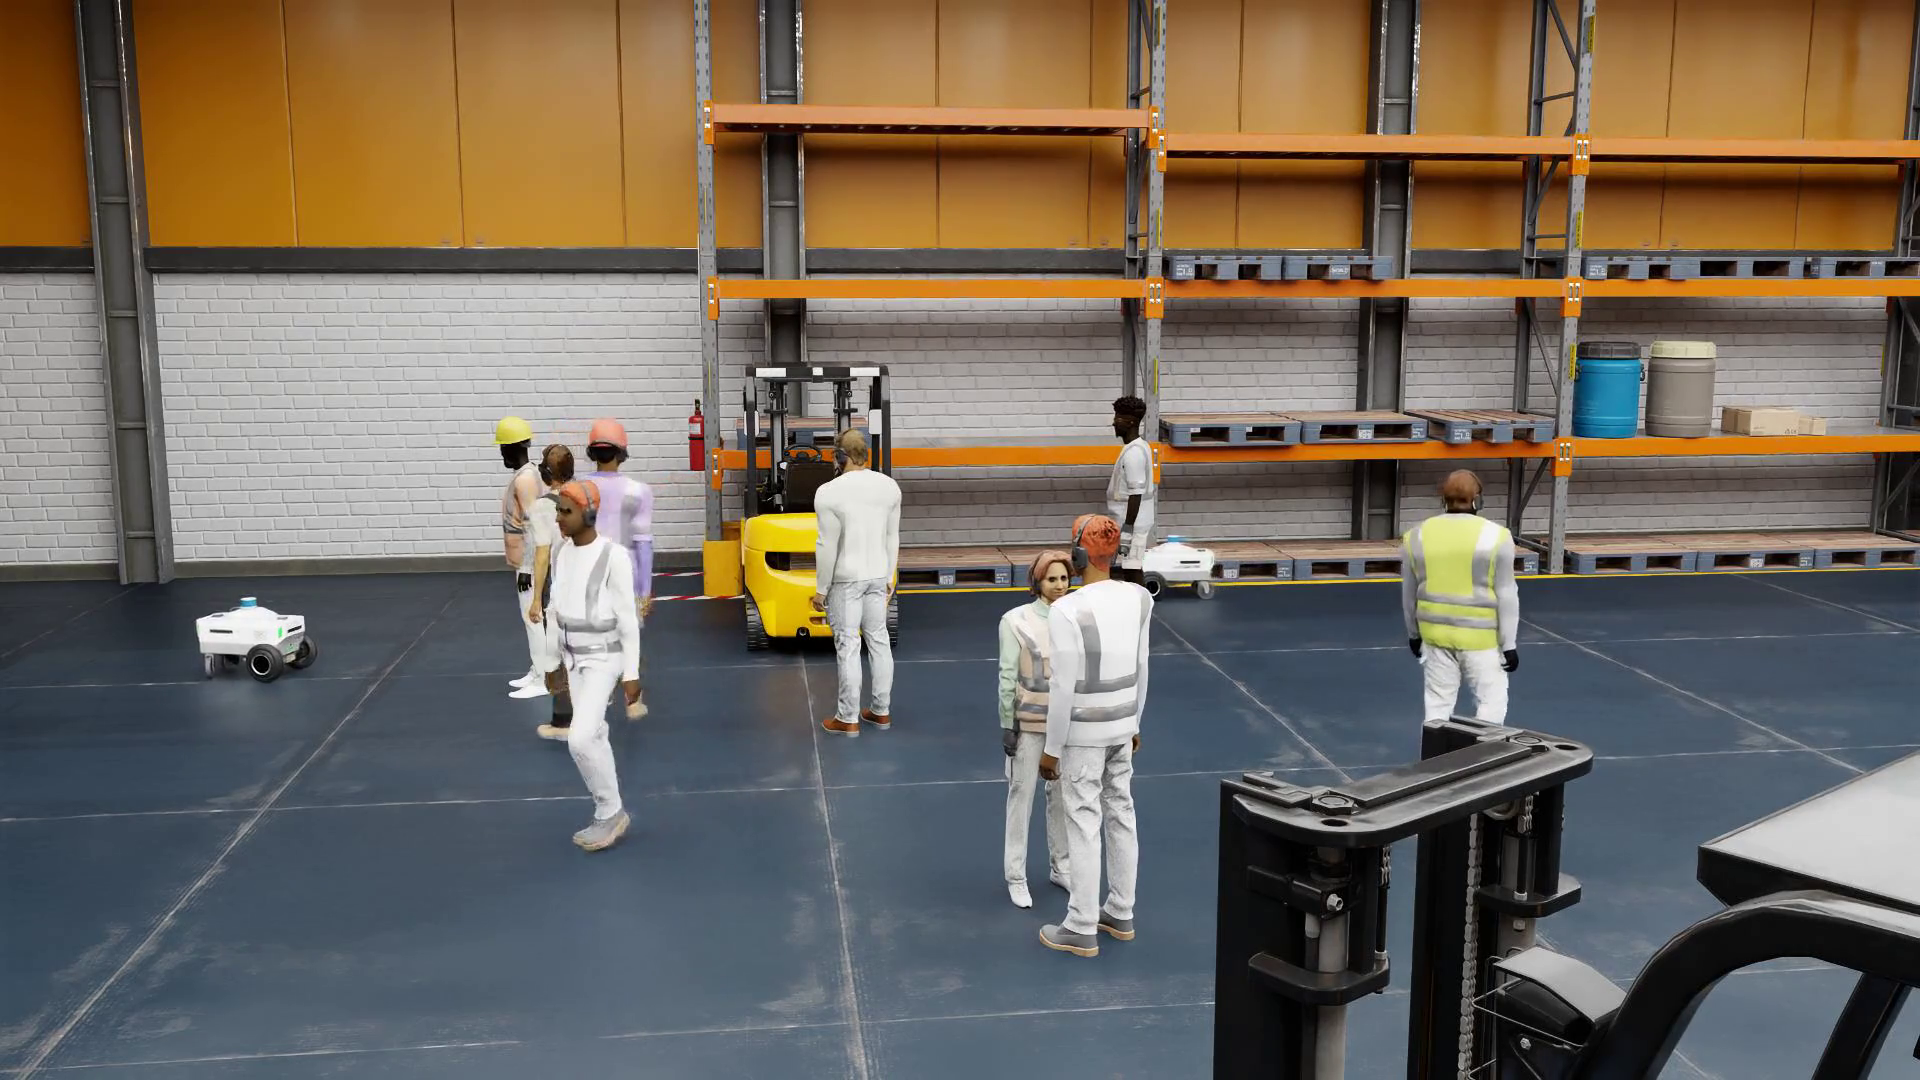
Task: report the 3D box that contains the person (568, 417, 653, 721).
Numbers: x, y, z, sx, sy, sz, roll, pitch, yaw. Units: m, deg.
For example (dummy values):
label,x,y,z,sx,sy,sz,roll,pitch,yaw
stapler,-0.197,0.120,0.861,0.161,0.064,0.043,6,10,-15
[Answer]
label,x,y,z,sx,sy,sz,roll,pitch,yaw
person,-2.212,0.238,10.393,0.620,2.006,0.972,1,9,4

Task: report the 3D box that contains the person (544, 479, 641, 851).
label,x,y,z,sx,sy,sz,roll,pitch,yaw
person,-1.875,0.631,8.301,0.615,1.867,0.495,8,12,42

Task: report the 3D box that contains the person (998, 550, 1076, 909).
label,x,y,z,sx,sy,sz,roll,pitch,yaw
person,0.405,0.853,7.645,0.513,1.641,0.309,-5,10,-26

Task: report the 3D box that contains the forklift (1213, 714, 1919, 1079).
label,x,y,z,sx,sy,sz,roll,pitch,yaw
forklift,1.441,1.425,2.350,1.214,2.155,2.313,-7,12,-39

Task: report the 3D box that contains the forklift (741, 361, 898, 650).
label,x,y,z,sx,sy,sz,roll,pitch,yaw
forklift,-1.154,-0.340,13.365,1.214,2.155,2.313,-1,9,-7

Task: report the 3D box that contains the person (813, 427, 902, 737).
label,x,y,z,sx,sy,sz,roll,pitch,yaw
person,-0.653,0.263,10.403,0.628,1.939,0.373,-8,12,-40

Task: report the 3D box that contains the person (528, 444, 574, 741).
label,x,y,z,sx,sy,sz,roll,pitch,yaw
person,-2.451,0.323,10.312,0.346,1.847,0.506,7,11,37

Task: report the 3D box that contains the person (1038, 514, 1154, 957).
label,x,y,z,sx,sy,sz,roll,pitch,yaw
person,0.570,0.823,7.079,0.575,1.883,0.355,-8,12,-42

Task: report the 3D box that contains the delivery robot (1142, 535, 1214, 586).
label,x,y,z,sx,sy,sz,roll,pitch,yaw
delivery robot,1.894,0.200,14.804,0.707,0.478,0.477,-1,9,-5

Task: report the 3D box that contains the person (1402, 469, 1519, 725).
label,x,y,z,sx,sy,sz,roll,pitch,yaw
person,2.710,0.533,9.041,0.675,1.831,0.438,7,12,39

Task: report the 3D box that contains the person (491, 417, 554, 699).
label,x,y,z,sx,sy,sz,roll,pitch,yaw
person,-2.975,0.119,11.340,0.380,1.921,0.594,-2,9,-13

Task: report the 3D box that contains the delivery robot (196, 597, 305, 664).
label,x,y,z,sx,sy,sz,roll,pitch,yaw
delivery robot,-5.099,0.656,11.956,0.707,0.478,0.477,2,9,11

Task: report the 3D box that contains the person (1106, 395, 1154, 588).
label,x,y,z,sx,sy,sz,roll,pitch,yaw
person,1.302,-0.128,12.753,0.368,1.966,0.602,1,9,9
